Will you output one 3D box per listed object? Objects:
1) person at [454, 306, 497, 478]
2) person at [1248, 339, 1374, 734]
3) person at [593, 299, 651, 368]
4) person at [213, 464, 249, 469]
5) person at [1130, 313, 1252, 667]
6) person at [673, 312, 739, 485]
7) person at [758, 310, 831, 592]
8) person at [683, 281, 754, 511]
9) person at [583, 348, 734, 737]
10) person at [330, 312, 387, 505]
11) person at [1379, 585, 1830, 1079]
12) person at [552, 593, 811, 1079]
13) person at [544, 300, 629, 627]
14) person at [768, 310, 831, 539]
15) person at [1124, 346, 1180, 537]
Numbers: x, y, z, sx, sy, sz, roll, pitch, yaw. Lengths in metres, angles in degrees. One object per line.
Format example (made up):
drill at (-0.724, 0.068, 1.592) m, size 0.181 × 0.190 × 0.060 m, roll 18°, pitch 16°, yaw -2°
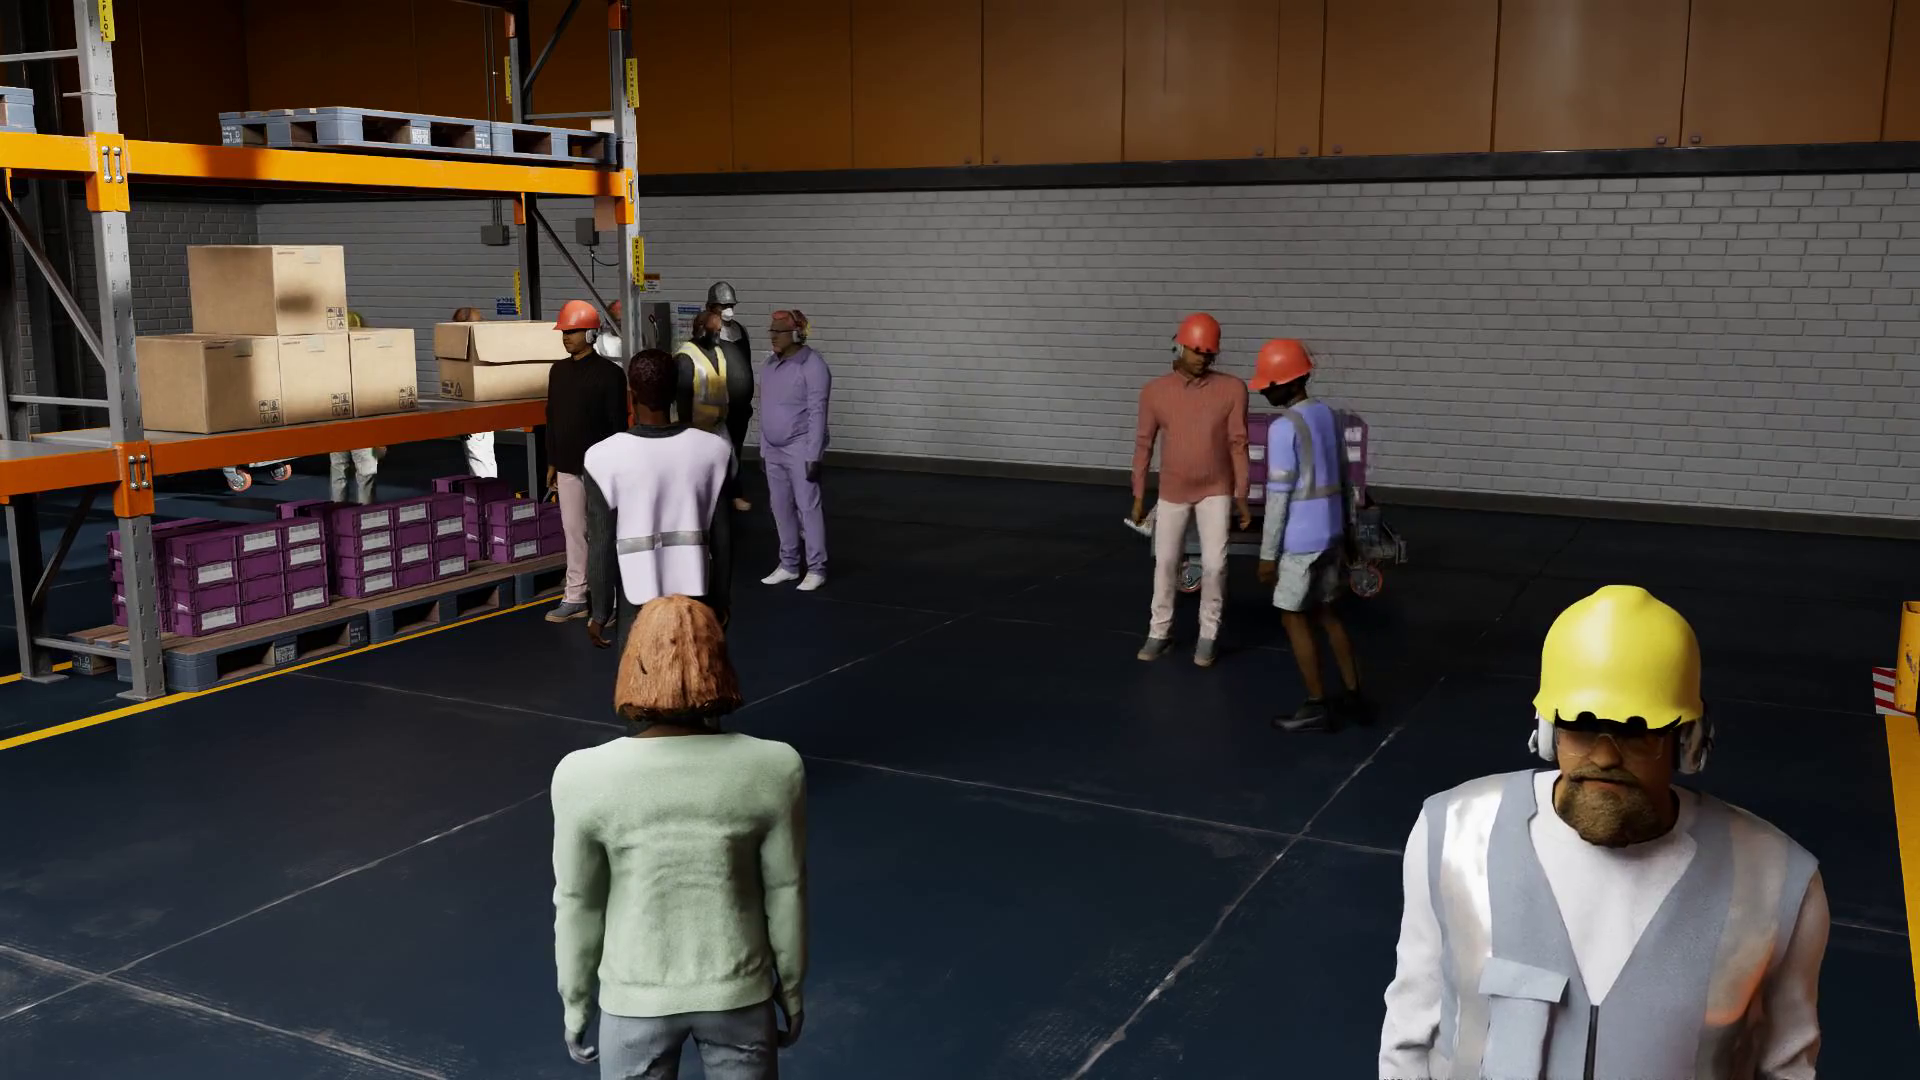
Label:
person at (-4.026, -1.005, 13.768) m, size 0.429 × 1.844 × 0.627 m, roll -1°, pitch 10°, yaw -4°
person at (1.656, -0.013, 7.897) m, size 0.500 × 1.887 × 0.654 m, roll 9°, pitch 13°, yaw 41°
person at (-3.045, -1.246, 15.091) m, size 0.619 × 1.865 × 0.479 m, roll -4°, pitch 10°, yaw -20°
person at (-7.796, -1.718, 17.585) m, size 0.397 × 1.949 × 0.603 m, roll 5°, pitch 11°, yaw 27°
person at (1.280, -0.264, 9.139) m, size 0.697 × 1.954 × 0.581 m, roll 3°, pitch 10°, yaw 14°
person at (-2.039, -0.915, 13.313) m, size 0.529 × 1.815 × 0.691 m, roll 4°, pitch 11°, yaw 23°
person at (-1.160, -0.605, 11.293) m, size 0.646 × 1.901 × 0.398 m, roll 9°, pitch 13°, yaw 42°
person at (-2.051, -1.242, 14.565) m, size 0.535 × 2.000 × 0.688 m, roll 9°, pitch 13°, yaw 41°
person at (-1.149, 0.226, 6.418) m, size 0.593 × 1.920 × 0.392 m, roll -6°, pitch 11°, yaw -30°
person at (-4.743, -0.862, 13.036) m, size 0.632 × 1.819 × 0.455 m, roll 2°, pitch 10°, yaw 12°
person at (0.900, 0.962, 2.406) m, size 0.591 × 1.834 × 0.404 m, roll 4°, pitch 11°, yaw 22°
person at (-0.542, 0.914, 3.293) m, size 0.497 × 1.626 × 0.288 m, roll -2°, pitch 10°, yaw -11°
person at (-2.298, -0.463, 10.190) m, size 0.611 × 1.995 × 0.375 m, roll 5°, pitch 11°, yaw 28°
person at (-1.338, -0.934, 13.411) m, size 0.515 × 1.844 × 0.851 m, roll -7°, pitch 12°, yaw -36°
person at (1.724, -0.764, 13.065) m, size 0.856 × 1.584 × 0.523 m, roll 2°, pitch 10°, yaw 11°
